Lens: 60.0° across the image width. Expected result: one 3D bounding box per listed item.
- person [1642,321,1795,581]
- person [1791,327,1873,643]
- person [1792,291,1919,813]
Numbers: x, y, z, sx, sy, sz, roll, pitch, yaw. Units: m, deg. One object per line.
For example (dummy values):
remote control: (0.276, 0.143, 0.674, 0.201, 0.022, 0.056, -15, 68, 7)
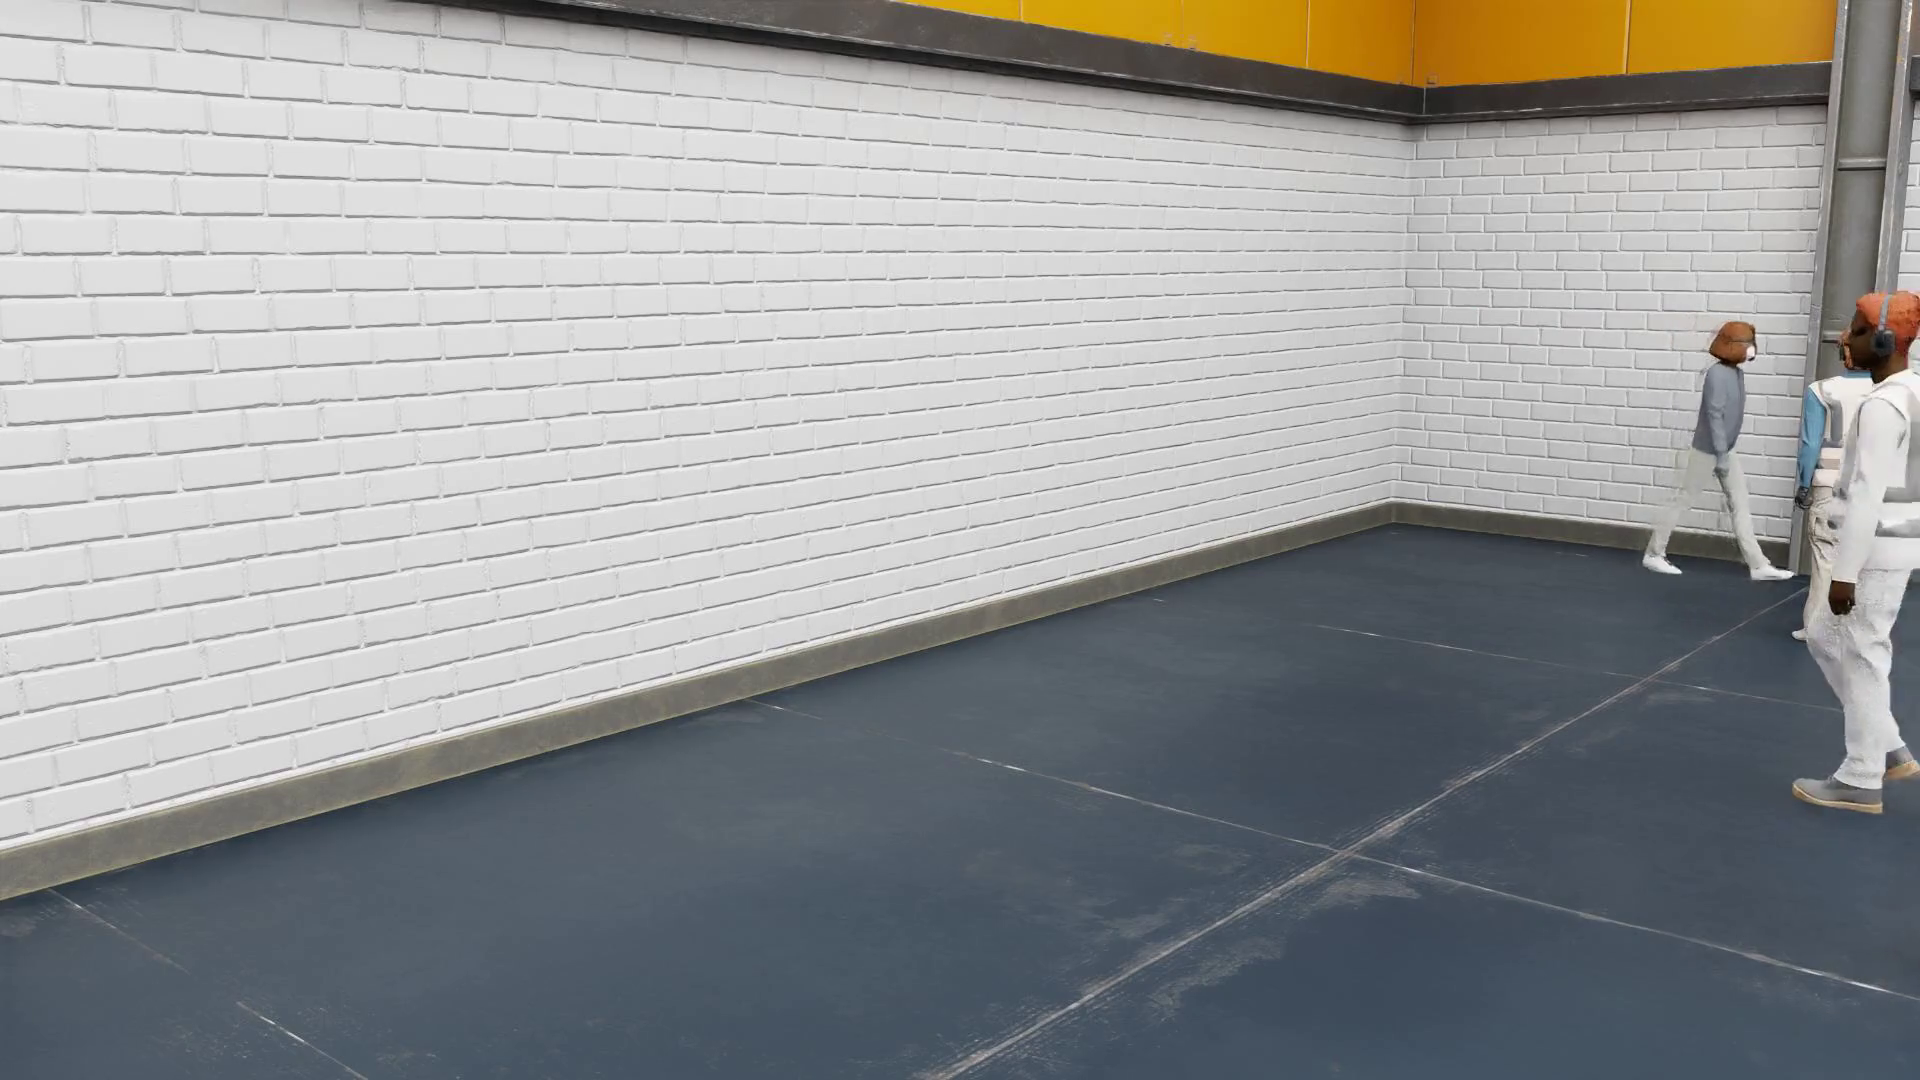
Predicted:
person: (4.639, -0.541, 10.160, 0.870, 1.581, 0.517, 9, 14, 43)
person: (4.505, -0.264, 8.423, 0.514, 1.641, 0.308, 1, 10, 6)
person: (3.227, 0.057, 5.928, 0.413, 1.872, 0.602, 8, 13, 37)
